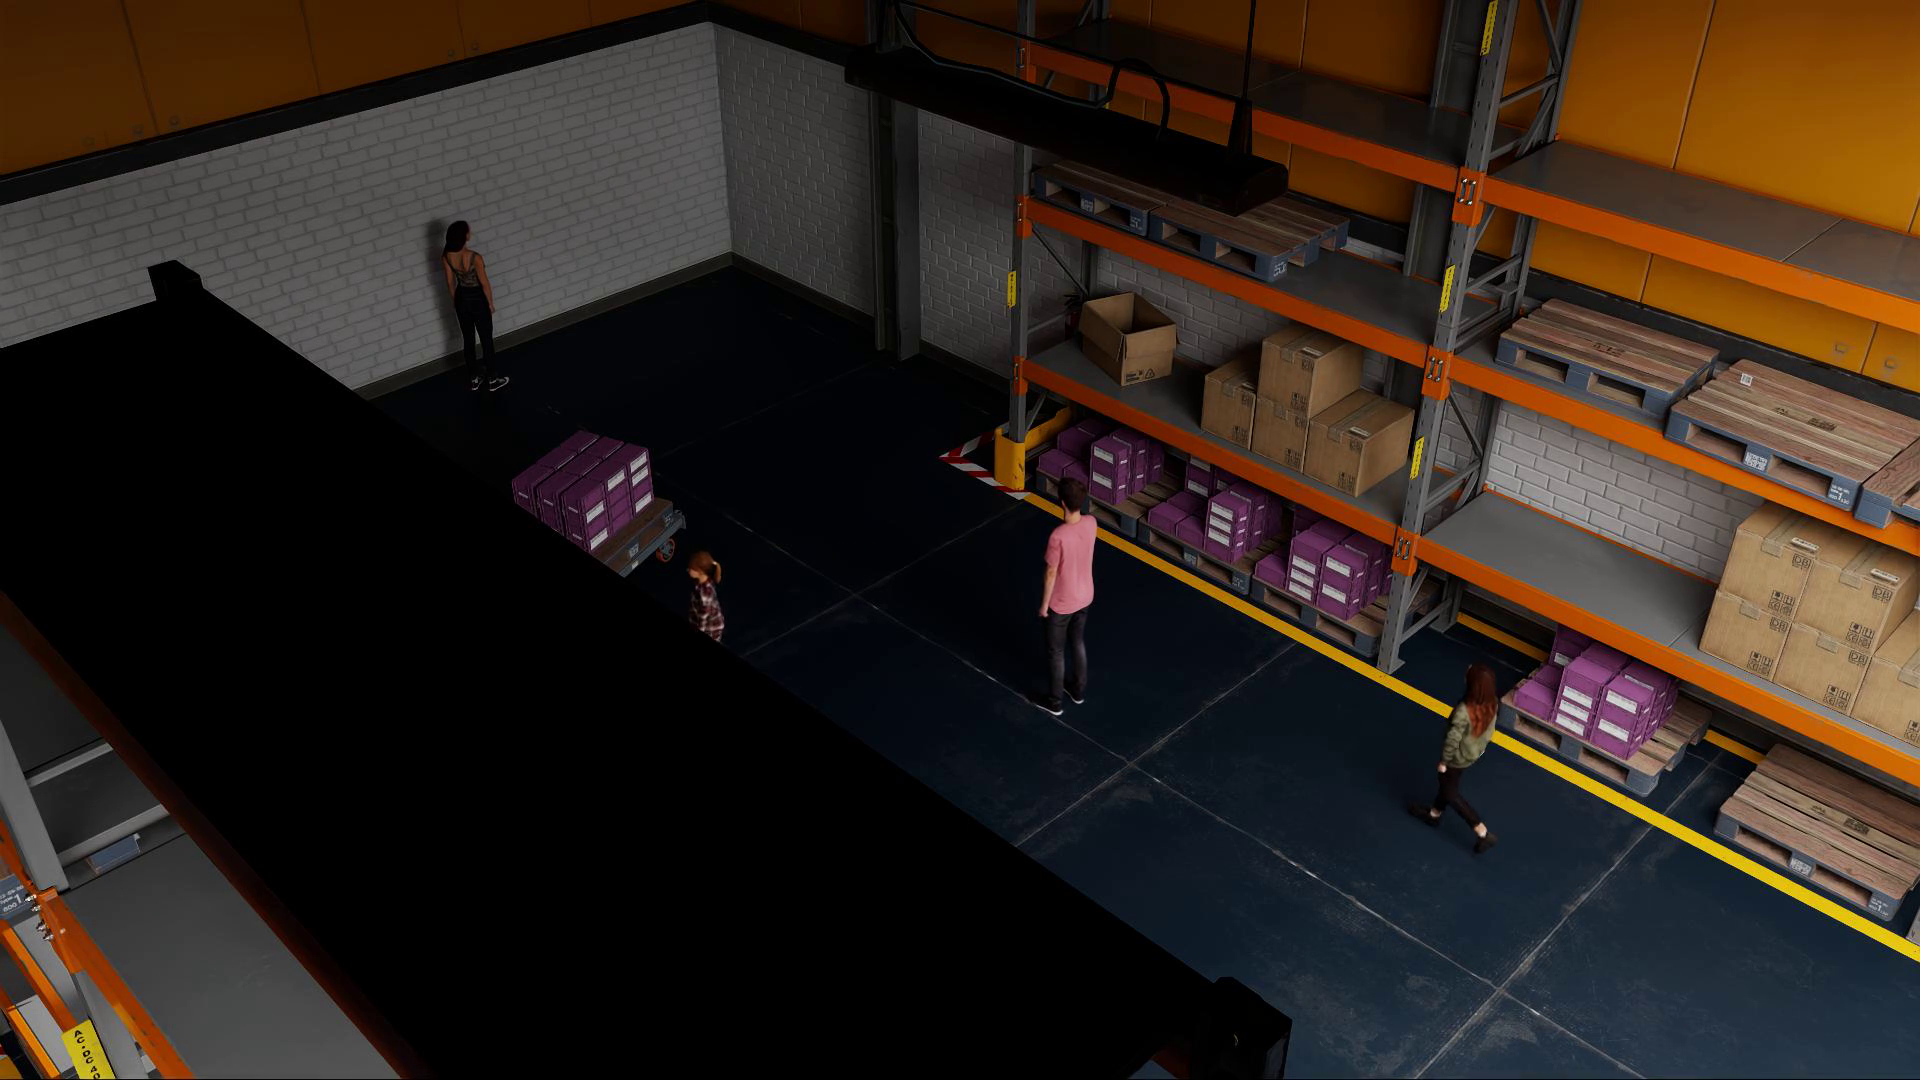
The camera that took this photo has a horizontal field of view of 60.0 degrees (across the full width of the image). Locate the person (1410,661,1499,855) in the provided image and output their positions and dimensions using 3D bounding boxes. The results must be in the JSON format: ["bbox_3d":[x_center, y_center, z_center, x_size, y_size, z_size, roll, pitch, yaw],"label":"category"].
[{"bbox_3d":[3.392,1.457,11.087,0.576,1.460,0.888,-28,42,-35],"label":"person"}]

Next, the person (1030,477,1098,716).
[{"bbox_3d":[0.799,0.422,12.193,0.619,1.958,0.548,-28,43,-36],"label":"person"}]

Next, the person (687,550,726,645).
[{"bbox_3d":[-1.827,0.634,12.478,0.824,1.291,0.800,-6,34,-9],"label":"person"}]

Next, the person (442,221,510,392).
[{"bbox_3d":[-4.840,-2.323,16.495,0.651,1.769,0.759,8,34,12],"label":"person"}]
